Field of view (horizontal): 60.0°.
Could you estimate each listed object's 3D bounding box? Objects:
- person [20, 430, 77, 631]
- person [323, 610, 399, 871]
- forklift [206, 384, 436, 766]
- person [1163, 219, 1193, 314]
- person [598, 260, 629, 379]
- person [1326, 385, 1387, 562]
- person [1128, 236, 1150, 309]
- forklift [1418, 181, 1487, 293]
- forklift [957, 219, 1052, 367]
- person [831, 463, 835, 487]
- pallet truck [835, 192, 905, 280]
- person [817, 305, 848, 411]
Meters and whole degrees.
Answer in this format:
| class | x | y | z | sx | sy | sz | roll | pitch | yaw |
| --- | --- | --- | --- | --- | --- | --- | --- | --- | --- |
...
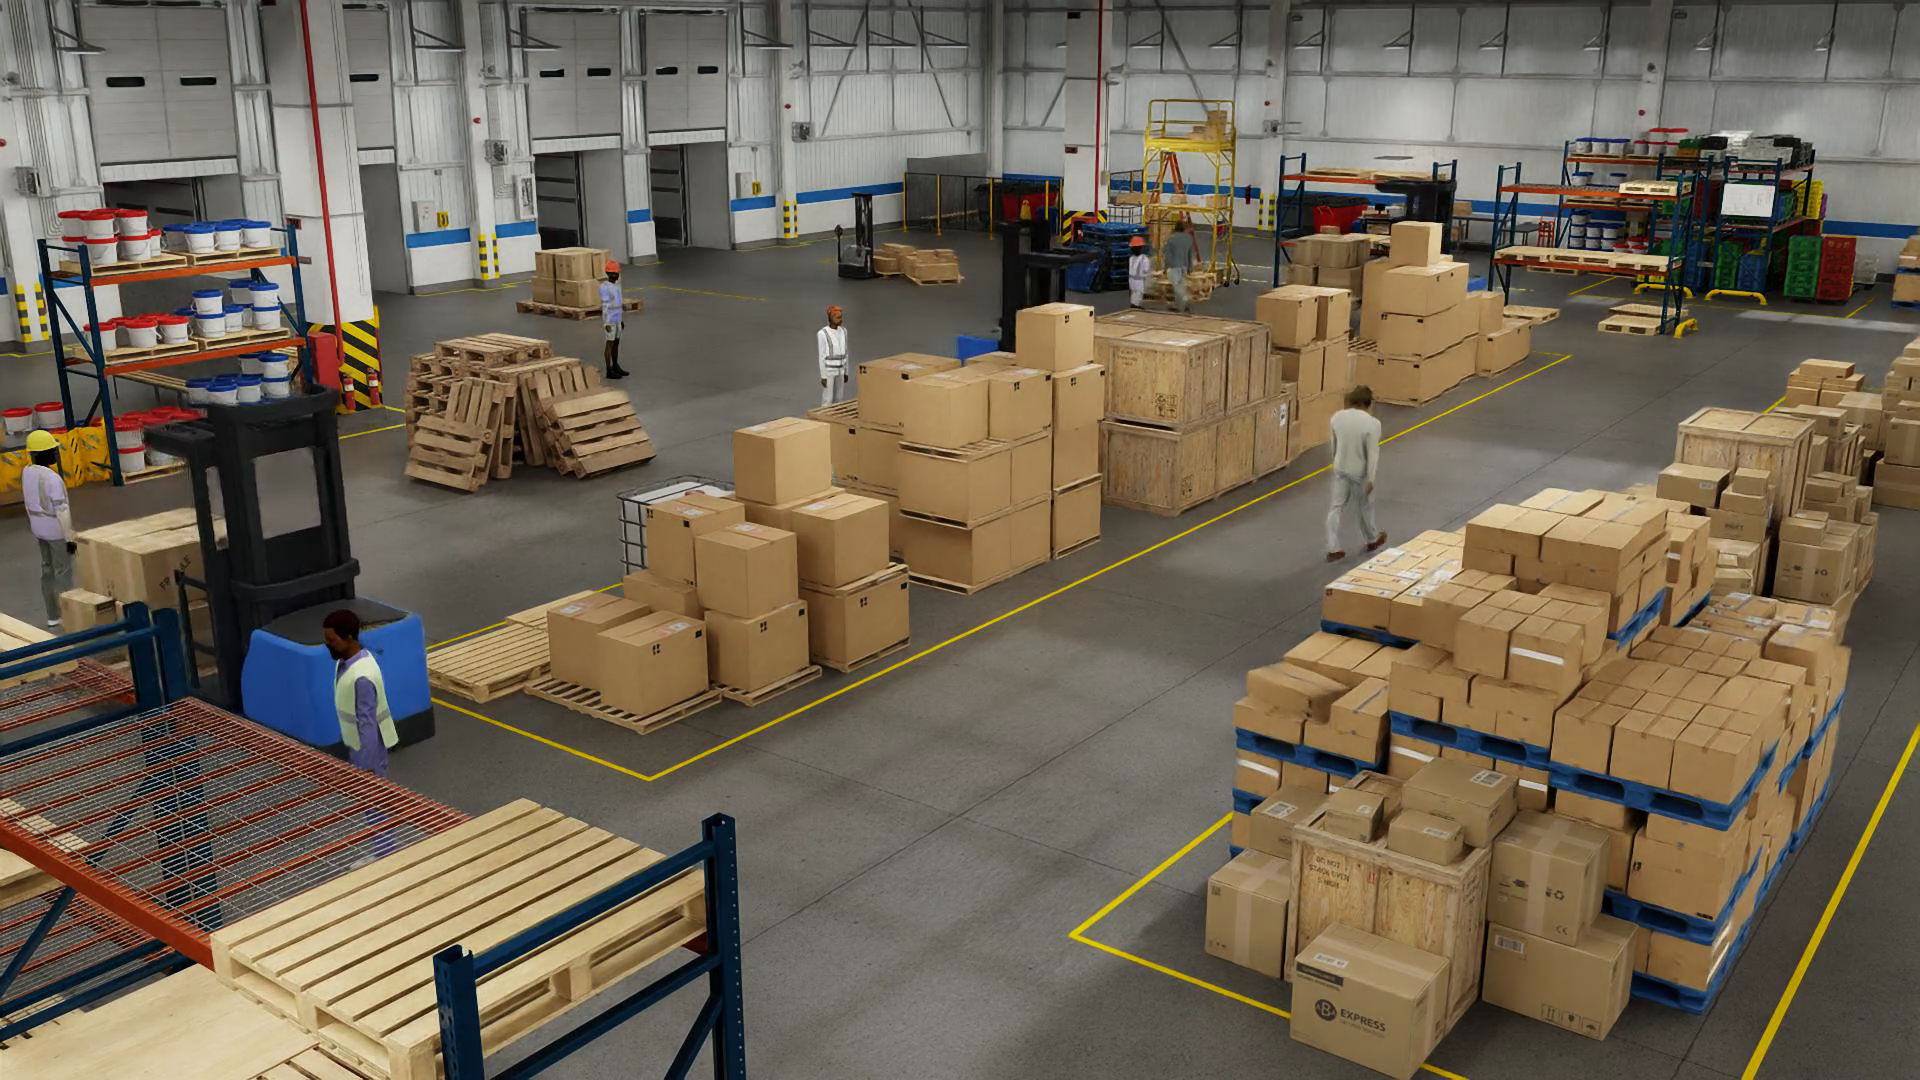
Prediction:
| class | x | y | z | sx | sy | sz | roll | pitch | yaw |
| --- | --- | --- | --- | --- | --- | --- | --- | --- | --- |
| person | -8.547 | -0.091 | 15.693 | 0.590 | 1.930 | 0.359 | 10 | 20 | 30 |
| person | -3.918 | 1.355 | 10.949 | 0.409 | 1.909 | 0.591 | -9 | 19 | -27 |
| forklift | -5.205 | 0.223 | 13.037 | 1.873 | 2.768 | 1.129 | 12 | 21 | 35 |
| person | 4.485 | -5.527 | 33.723 | 0.637 | 1.917 | 0.758 | -11 | 20 | -33 |
| person | -5.698 | -3.633 | 27.408 | 0.364 | 1.939 | 0.542 | 5 | 17 | 16 |
| person | 4.291 | -0.744 | 17.912 | 0.987 | 1.889 | 0.653 | -16 | 23 | -42 |
| person | 3.383 | -4.742 | 31.138 | 0.743 | 1.915 | 0.545 | -8 | 19 | -25 |
| forklift | 8.975 | -5.370 | 31.555 | 1.873 | 2.768 | 1.129 | 12 | 21 | 35 |
| forklift | 0.966 | -3.380 | 24.966 | 1.873 | 2.768 | 1.129 | 12 | 21 | 35 |
| person | -1.424 | -0.238 | 16.684 | 0.375 | 1.622 | 0.544 | 12 | 20 | 34 |
| pallet truck | -1.936 | -7.159 | 38.982 | 1.885 | 1.965 | 0.823 | -12 | 21 | -34 |
| person | -1.764 | -2.341 | 23.245 | 0.351 | 1.878 | 0.568 | 13 | 21 | 36 |
